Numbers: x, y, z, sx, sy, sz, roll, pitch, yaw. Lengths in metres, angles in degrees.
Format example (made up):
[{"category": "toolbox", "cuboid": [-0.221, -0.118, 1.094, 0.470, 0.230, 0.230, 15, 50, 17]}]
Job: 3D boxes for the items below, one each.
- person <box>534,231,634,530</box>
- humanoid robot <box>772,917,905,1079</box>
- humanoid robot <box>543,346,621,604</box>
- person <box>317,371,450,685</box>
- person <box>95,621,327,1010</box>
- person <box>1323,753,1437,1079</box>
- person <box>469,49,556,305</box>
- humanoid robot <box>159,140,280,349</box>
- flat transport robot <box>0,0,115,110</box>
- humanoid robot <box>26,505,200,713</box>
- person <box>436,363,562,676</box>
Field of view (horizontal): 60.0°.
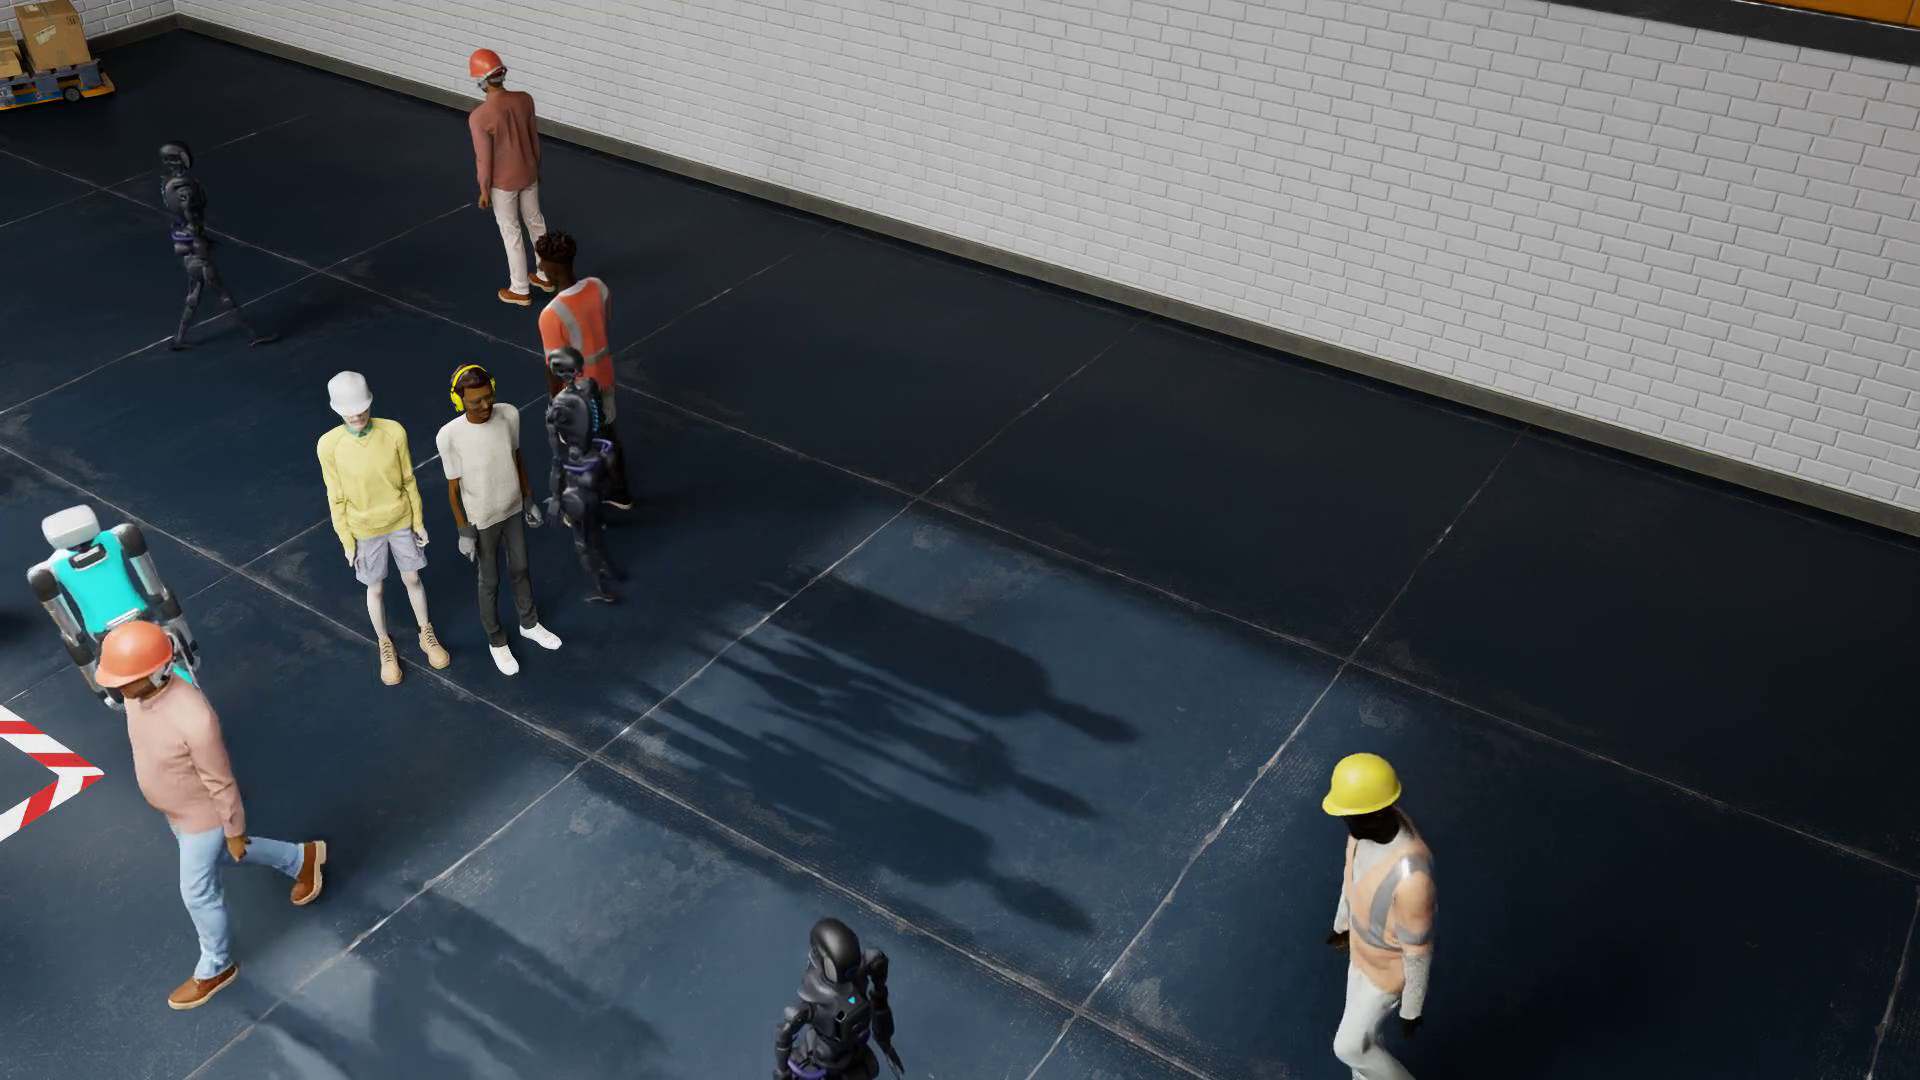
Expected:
[{"category": "person", "cuboid": [-2.320, -0.965, 10.175, 0.386, 1.955, 0.606, 14, 37, 19]}, {"category": "humanoid robot", "cuboid": [-0.434, 2.018, 6.172, 0.736, 1.628, 0.616, 29, 44, 34]}, {"category": "humanoid robot", "cuboid": [-2.215, -0.363, 9.557, 0.428, 1.656, 0.612, 12, 37, 16]}, {"category": "person", "cuboid": [-3.124, -0.082, 8.969, 0.474, 1.891, 0.385, -19, 39, -25]}, {"category": "person", "cuboid": [-3.271, 1.102, 7.203, 0.622, 1.968, 0.845, 27, 43, 33]}, {"category": "person", "cuboid": [1.612, 1.625, 6.537, 0.521, 1.875, 0.654, -2, 35, -3]}, {"category": "person", "cuboid": [-3.447, -2.765, 12.718, 0.388, 1.988, 0.610, 22, 40, 28]}, {"category": "humanoid robot", "cuboid": [-5.567, -2.136, 12.139, 0.798, 1.629, 0.595, -14, 38, -20]}, {"category": "flat transport robot", "cuboid": [-9.363, -4.556, 16.774, 1.431, 0.231, 0.659, -21, 40, -27]}, {"category": "humanoid robot", "cuboid": [-3.895, 0.683, 8.021, 0.591, 1.727, 1.038, -29, 44, -35]}, {"category": "person", "cuboid": [-2.509, -0.125, 9.048, 0.329, 1.871, 0.510, 26, 43, 32]}]
